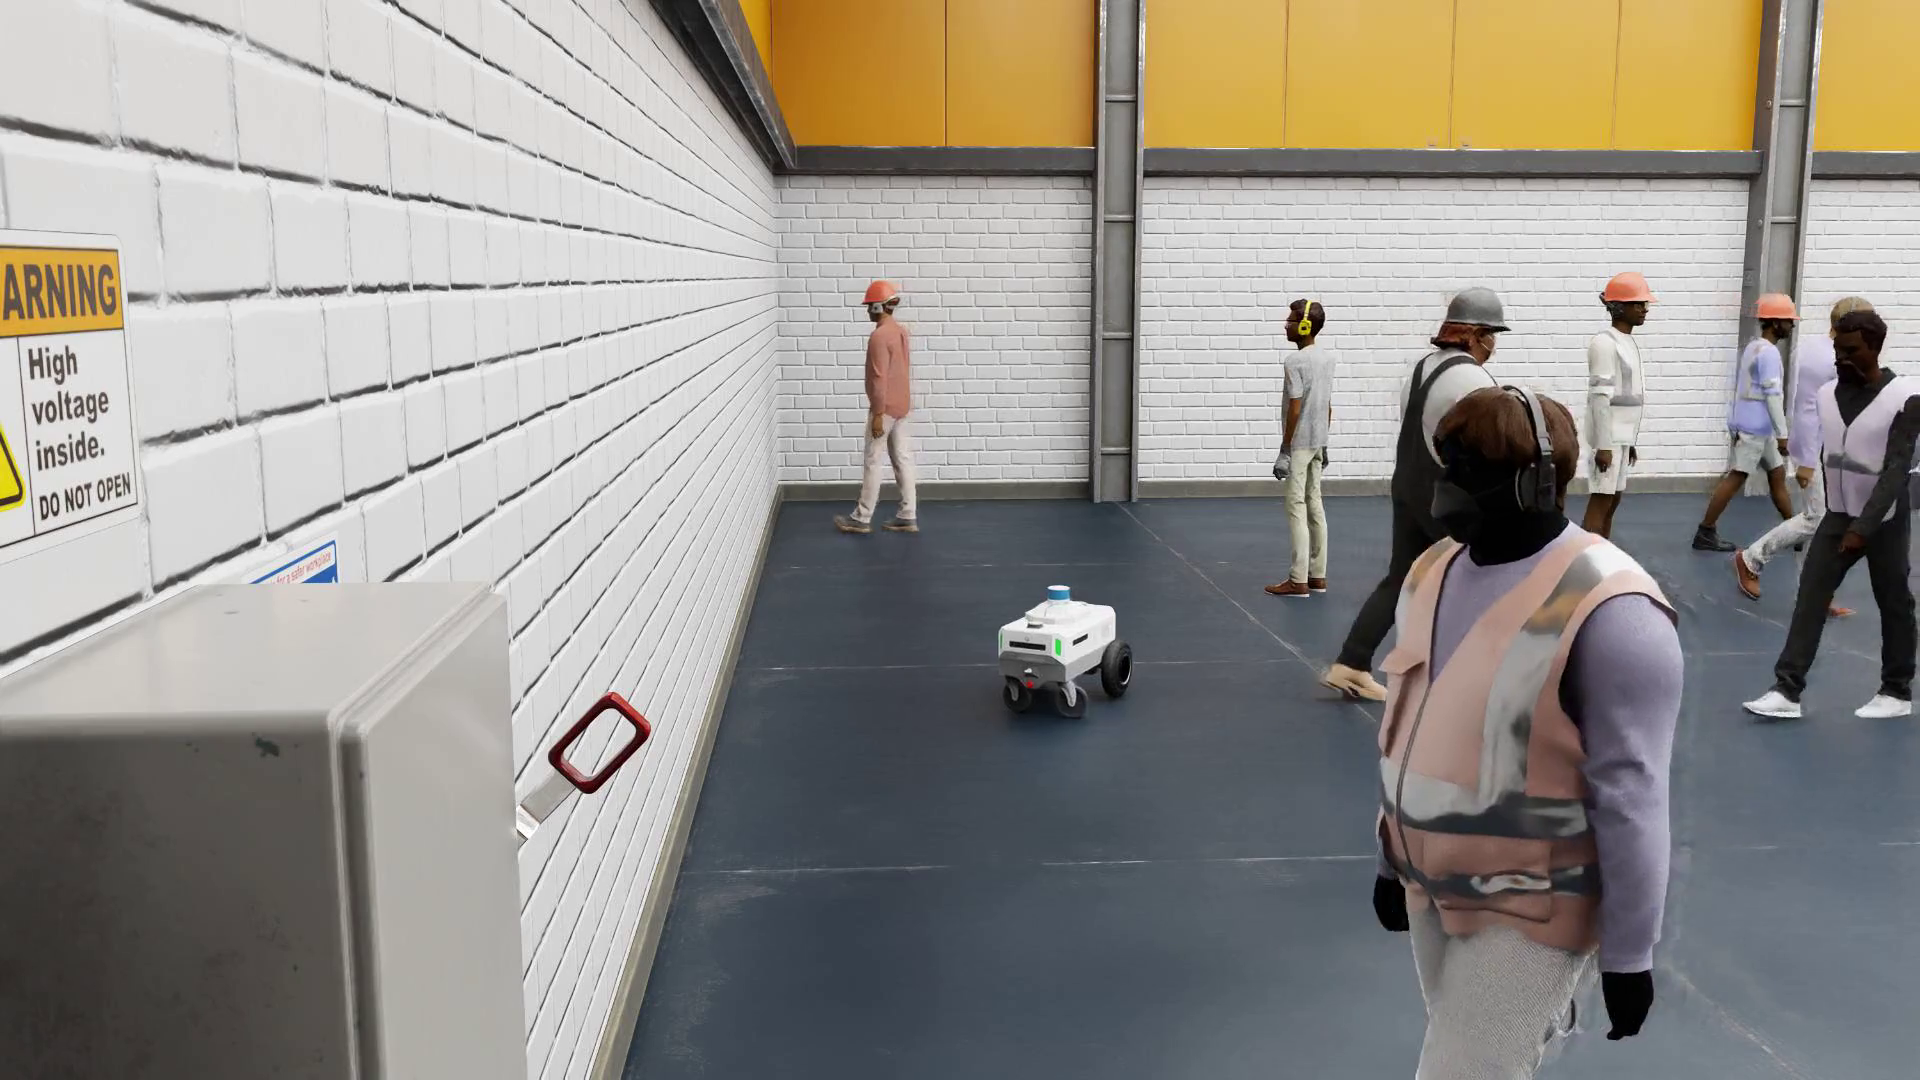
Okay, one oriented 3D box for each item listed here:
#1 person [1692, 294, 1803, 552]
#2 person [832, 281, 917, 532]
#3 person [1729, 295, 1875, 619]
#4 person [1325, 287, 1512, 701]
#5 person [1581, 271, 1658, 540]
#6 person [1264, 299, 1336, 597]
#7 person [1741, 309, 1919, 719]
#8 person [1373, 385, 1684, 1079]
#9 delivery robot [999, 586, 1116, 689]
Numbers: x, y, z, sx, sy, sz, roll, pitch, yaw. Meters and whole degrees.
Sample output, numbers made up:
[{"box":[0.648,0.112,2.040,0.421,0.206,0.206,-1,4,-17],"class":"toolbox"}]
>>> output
[{"box":[5.868,-0.832,12.072,1.008,1.878,0.569,3,10,18],"class":"person"},{"box":[-0.633,-1.033,13.075,0.568,1.991,0.650,3,10,21],"class":"person"},{"box":[5.047,-0.500,9.898,0.611,1.913,0.643,8,12,42],"class":"person"},{"box":[2.224,-0.228,7.793,0.995,2.000,0.694,-2,9,-14],"class":"person"},{"box":[4.086,-0.636,10.341,0.379,2.045,0.605,6,11,35],"class":"person"},{"box":[2.156,-0.575,10.500,0.315,1.871,0.531,8,12,43],"class":"person"},{"box":[3.985,-0.081,7.428,0.995,1.863,0.581,-4,10,-22],"class":"person"},{"box":[0.937,0.640,2.991,0.495,1.827,0.655,-3,9,-17],"class":"person"},{"box":[0.462,0.459,7.834,0.477,0.478,0.707,5,10,27],"class":"delivery robot"}]
